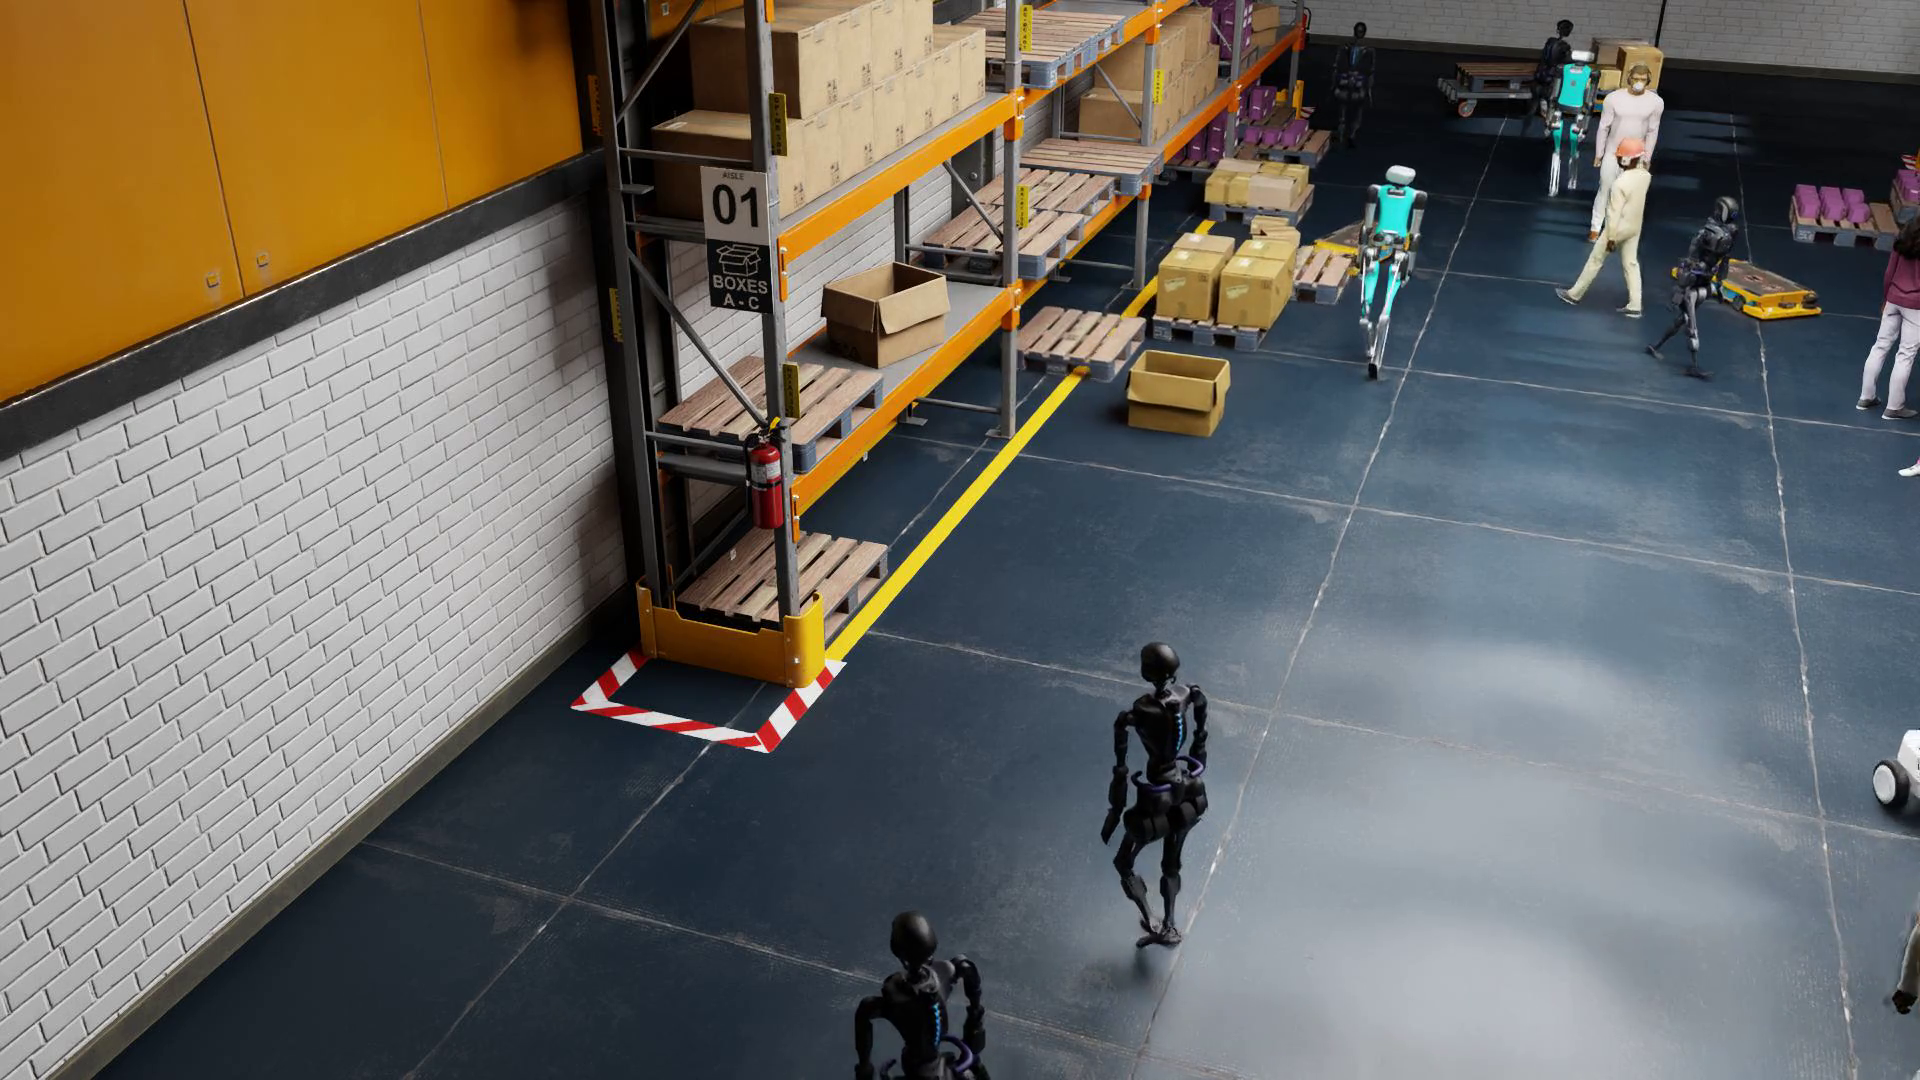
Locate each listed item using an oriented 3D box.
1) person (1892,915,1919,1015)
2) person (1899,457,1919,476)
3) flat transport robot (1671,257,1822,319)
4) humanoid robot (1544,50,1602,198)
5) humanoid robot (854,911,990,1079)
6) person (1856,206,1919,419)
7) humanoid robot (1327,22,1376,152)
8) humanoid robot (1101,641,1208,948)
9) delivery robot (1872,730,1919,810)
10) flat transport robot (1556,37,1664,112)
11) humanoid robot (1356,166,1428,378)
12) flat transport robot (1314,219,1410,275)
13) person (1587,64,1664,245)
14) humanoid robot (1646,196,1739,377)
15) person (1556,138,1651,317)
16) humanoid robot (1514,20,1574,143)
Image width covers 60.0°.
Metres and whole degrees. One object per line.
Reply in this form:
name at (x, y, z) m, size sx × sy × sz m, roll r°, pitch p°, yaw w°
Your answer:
person at (3.972, 1.833, 6.427) m, size 0.610 × 1.889 × 0.587 m, roll -5°, pitch 28°, yaw -9°
person at (7.506, -1.157, 12.504) m, size 0.270 × 1.630 × 0.506 m, roll -8°, pitch 28°, yaw -15°
flat transport robot at (7.875, -2.540, 16.678) m, size 0.659 × 0.231 × 1.431 m, roll -7°, pitch 28°, yaw -13°
humanoid robot at (7.307, -4.940, 19.820) m, size 0.561 × 1.857 × 0.833 m, roll 17°, pitch 32°, yaw 29°
humanoid robot at (-0.174, 2.019, 6.291) m, size 0.610 × 1.641 × 0.484 m, roll -17°, pitch 32°, yaw -29°
person at (7.808, -1.946, 13.699) m, size 0.430 × 1.945 × 0.488 m, roll -12°, pitch 30°, yaw -22°
humanoid robot at (5.069, -5.880, 21.620) m, size 0.591 × 1.650 × 0.415 m, roll 9°, pitch 29°, yaw 18°
humanoid robot at (0.973, 1.223, 7.833) m, size 0.587 × 1.643 × 0.401 m, roll -17°, pitch 32°, yaw -29°
delivery robot at (5.307, 1.333, 8.865) m, size 0.499 × 0.606 × 0.807 m, roll -1°, pitch 27°, yaw -1°
flat transport robot at (9.279, -6.304, 23.979) m, size 1.431 × 0.231 × 0.659 m, roll 4°, pitch 28°, yaw 7°
humanoid robot at (3.725, -2.321, 14.702) m, size 0.552 × 1.815 × 0.912 m, roll 10°, pitch 29°, yaw 19°
flat transport robot at (4.306, -3.150, 17.860) m, size 0.659 × 0.231 × 1.431 m, roll 21°, pitch 34°, yaw 35°
person at (7.197, -4.172, 18.024) m, size 0.630 × 1.940 × 0.373 m, roll 7°, pitch 28°, yaw 13°
humanoid robot at (6.493, -2.265, 14.684) m, size 0.584 × 1.618 × 0.830 m, roll -14°, pitch 30°, yaw -25°
person at (6.342, -3.036, 16.070) m, size 0.567 × 1.704 × 0.868 m, roll -17°, pitch 32°, yaw -29°
humanoid robot at (7.750, -6.030, 21.938) m, size 0.629 × 1.637 × 0.618 m, roll -10°, pitch 29°, yaw -19°
